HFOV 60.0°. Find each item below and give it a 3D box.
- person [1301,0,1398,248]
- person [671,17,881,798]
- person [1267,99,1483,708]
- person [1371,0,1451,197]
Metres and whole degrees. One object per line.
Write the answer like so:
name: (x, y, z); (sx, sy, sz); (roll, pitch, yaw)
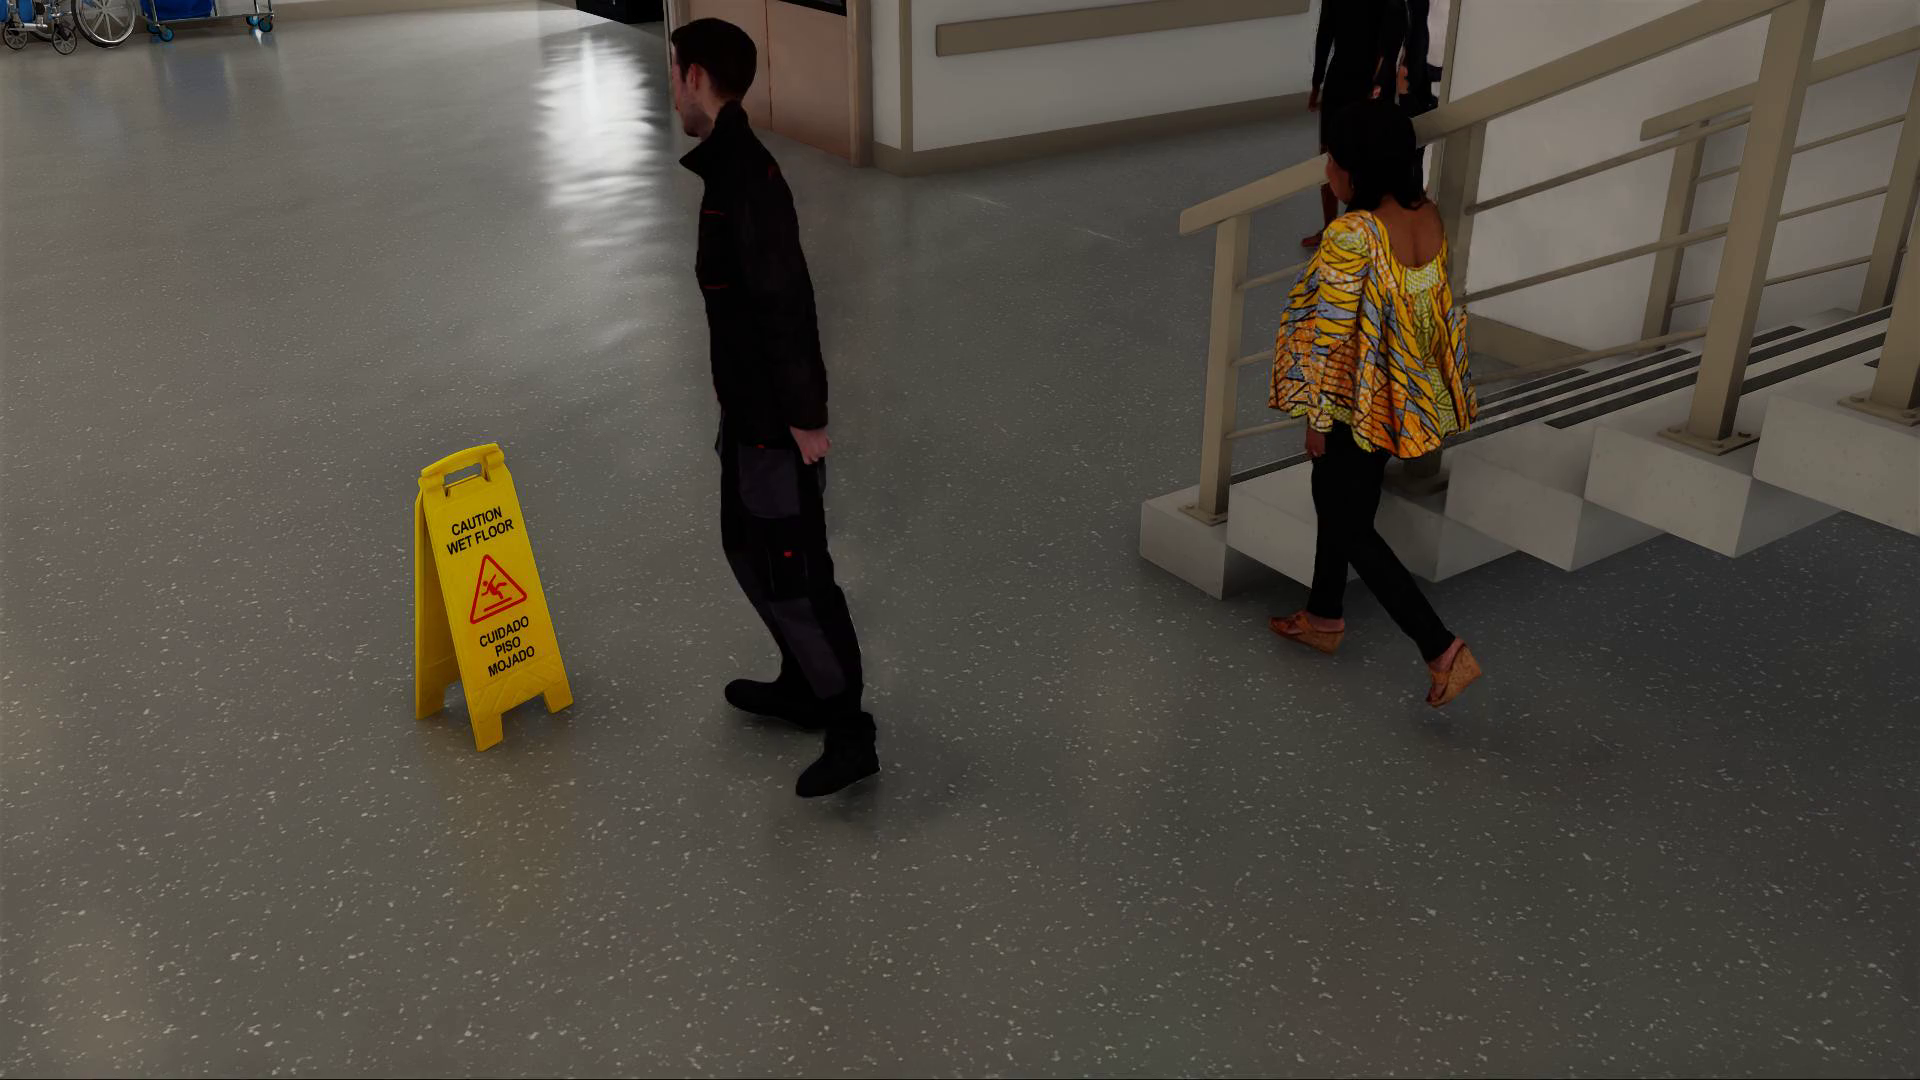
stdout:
person: (2.035, -2.322, 8.524); (0.791, 1.713, 0.600); (-21, 33, -37)
person: (-0.444, -0.294, 4.135); (1.057, 1.873, 0.741); (-13, 29, -25)
person: (1.159, -0.314, 4.458); (1.044, 1.627, 0.854); (21, 33, 37)
person: (2.381, -2.248, 8.199); (0.918, 1.861, 0.931); (17, 30, 31)
